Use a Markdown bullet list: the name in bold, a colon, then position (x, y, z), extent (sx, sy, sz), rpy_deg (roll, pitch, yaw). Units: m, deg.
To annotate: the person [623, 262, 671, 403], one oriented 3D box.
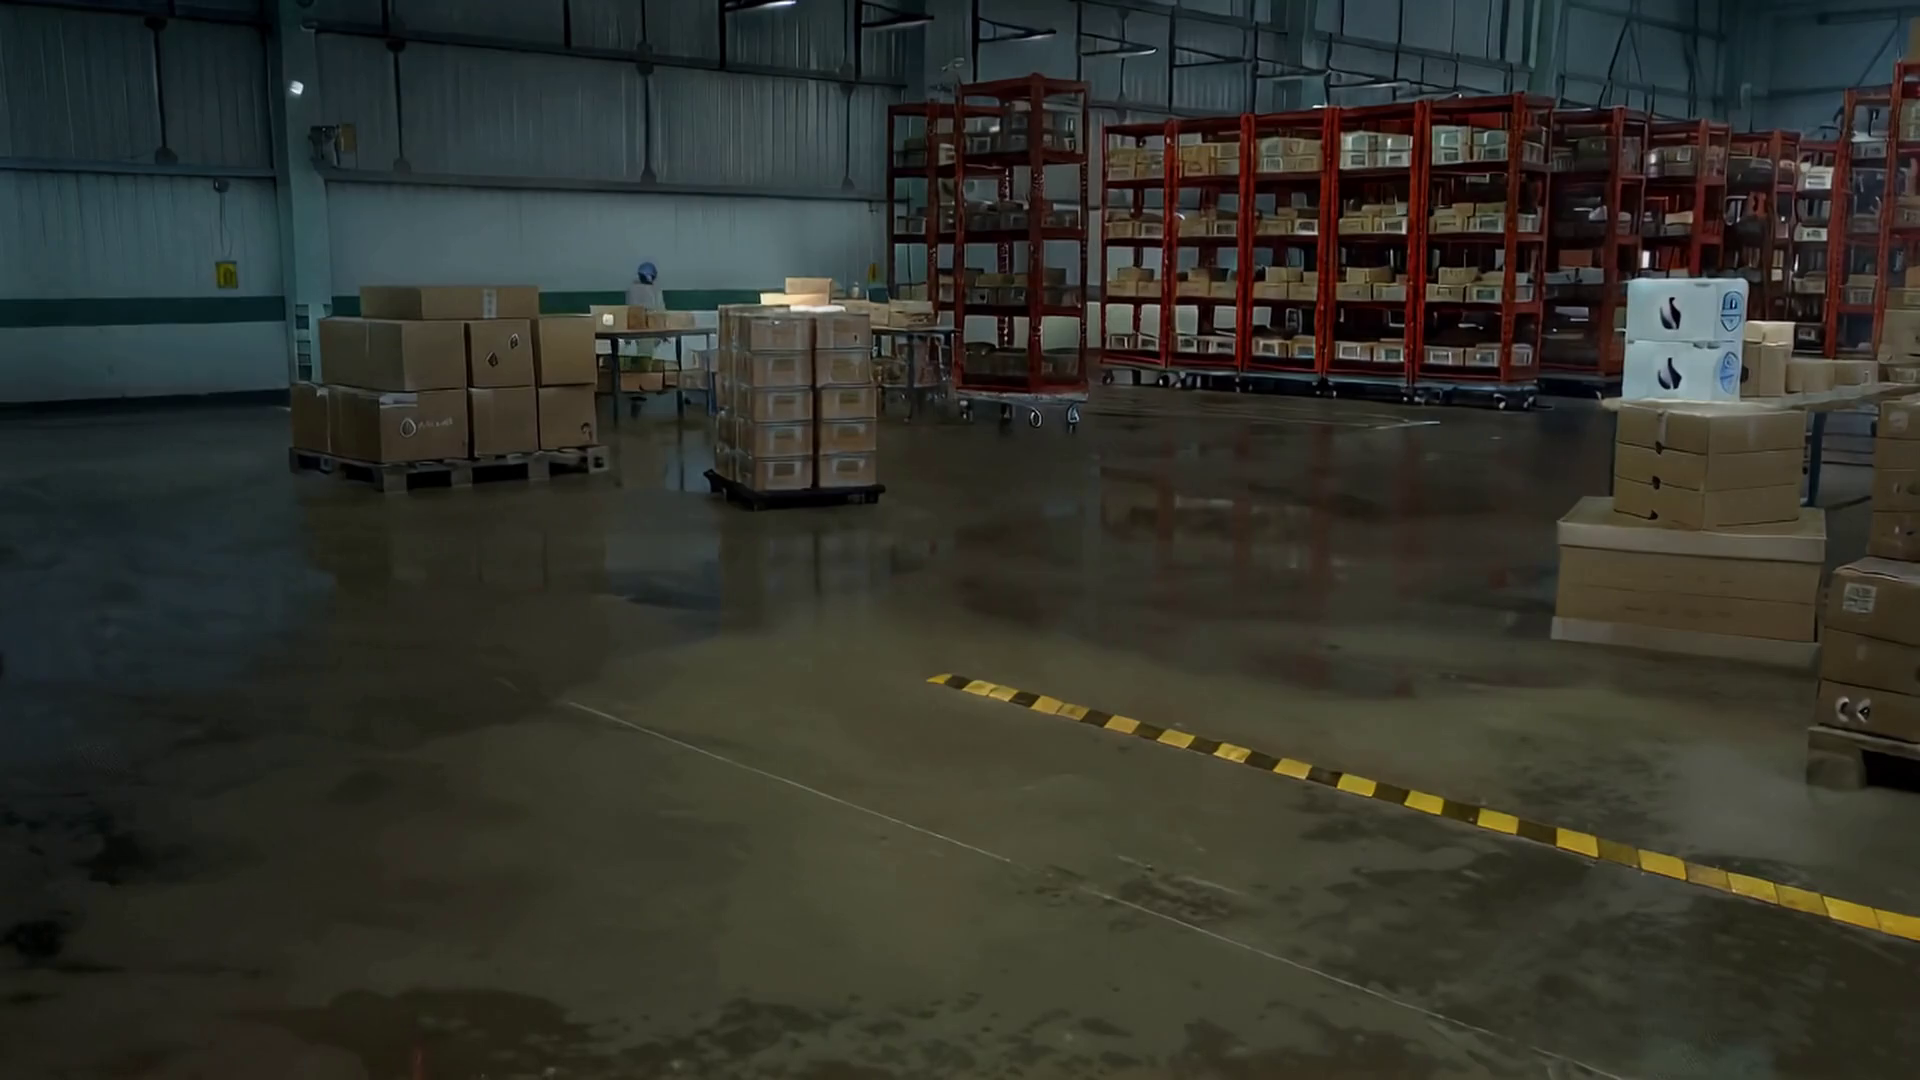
- **person**: position (-3.822, -2.563, 20.525), extent (0.555, 1.704, 0.851), rpy_deg (6, 11, 31)
